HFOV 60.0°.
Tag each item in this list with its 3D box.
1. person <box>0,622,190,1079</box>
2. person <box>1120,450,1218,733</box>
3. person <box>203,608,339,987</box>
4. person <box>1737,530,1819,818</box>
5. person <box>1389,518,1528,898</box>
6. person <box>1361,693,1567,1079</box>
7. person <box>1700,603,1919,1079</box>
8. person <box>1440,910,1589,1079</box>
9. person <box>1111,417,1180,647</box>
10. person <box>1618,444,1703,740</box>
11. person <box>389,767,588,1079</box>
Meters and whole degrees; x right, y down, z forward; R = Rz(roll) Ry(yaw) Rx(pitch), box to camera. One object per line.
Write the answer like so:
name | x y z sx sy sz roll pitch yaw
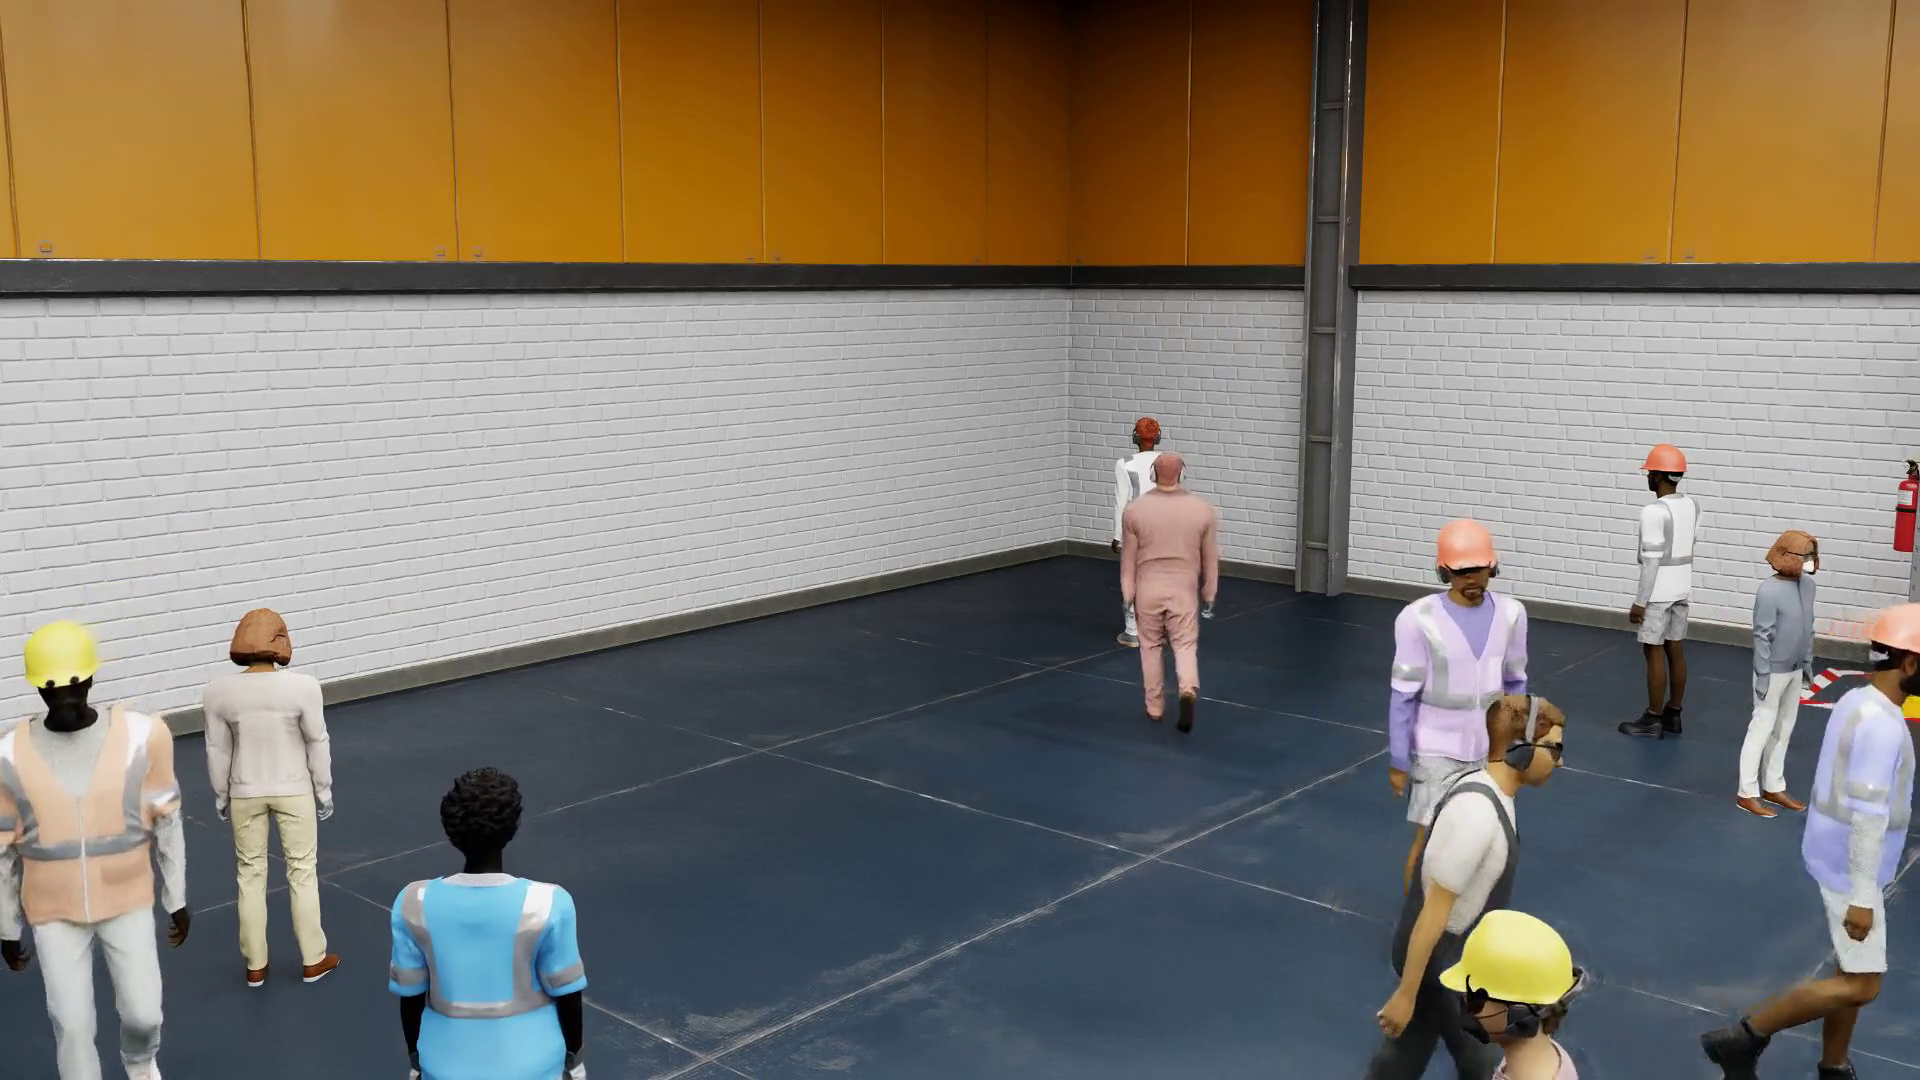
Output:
person | -2.926 1.196 5.594 0.600 1.915 0.568 -4 10 -25
person | 1.387 0.348 11.048 0.649 1.883 0.749 0 9 1
person | -2.937 1.096 7.108 0.499 1.633 0.281 -1 9 -8
person | 4.620 0.743 9.355 0.494 1.624 0.279 -6 11 -34
person | 2.163 0.896 7.184 0.643 2.023 0.476 -2 9 -14
person | 1.569 1.345 5.117 0.961 1.769 0.550 3 9 17
person | 3.112 1.153 5.918 0.693 1.907 0.566 3 10 20
person | 1.249 1.624 3.509 0.853 1.735 0.534 4 10 22
person | 1.517 -0.063 13.606 0.584 1.882 0.347 -3 9 -17
person | 4.589 0.338 10.915 0.542 1.939 0.366 -6 11 -34
person | -1.288 1.461 4.619 0.540 1.696 0.316 0 9 2
